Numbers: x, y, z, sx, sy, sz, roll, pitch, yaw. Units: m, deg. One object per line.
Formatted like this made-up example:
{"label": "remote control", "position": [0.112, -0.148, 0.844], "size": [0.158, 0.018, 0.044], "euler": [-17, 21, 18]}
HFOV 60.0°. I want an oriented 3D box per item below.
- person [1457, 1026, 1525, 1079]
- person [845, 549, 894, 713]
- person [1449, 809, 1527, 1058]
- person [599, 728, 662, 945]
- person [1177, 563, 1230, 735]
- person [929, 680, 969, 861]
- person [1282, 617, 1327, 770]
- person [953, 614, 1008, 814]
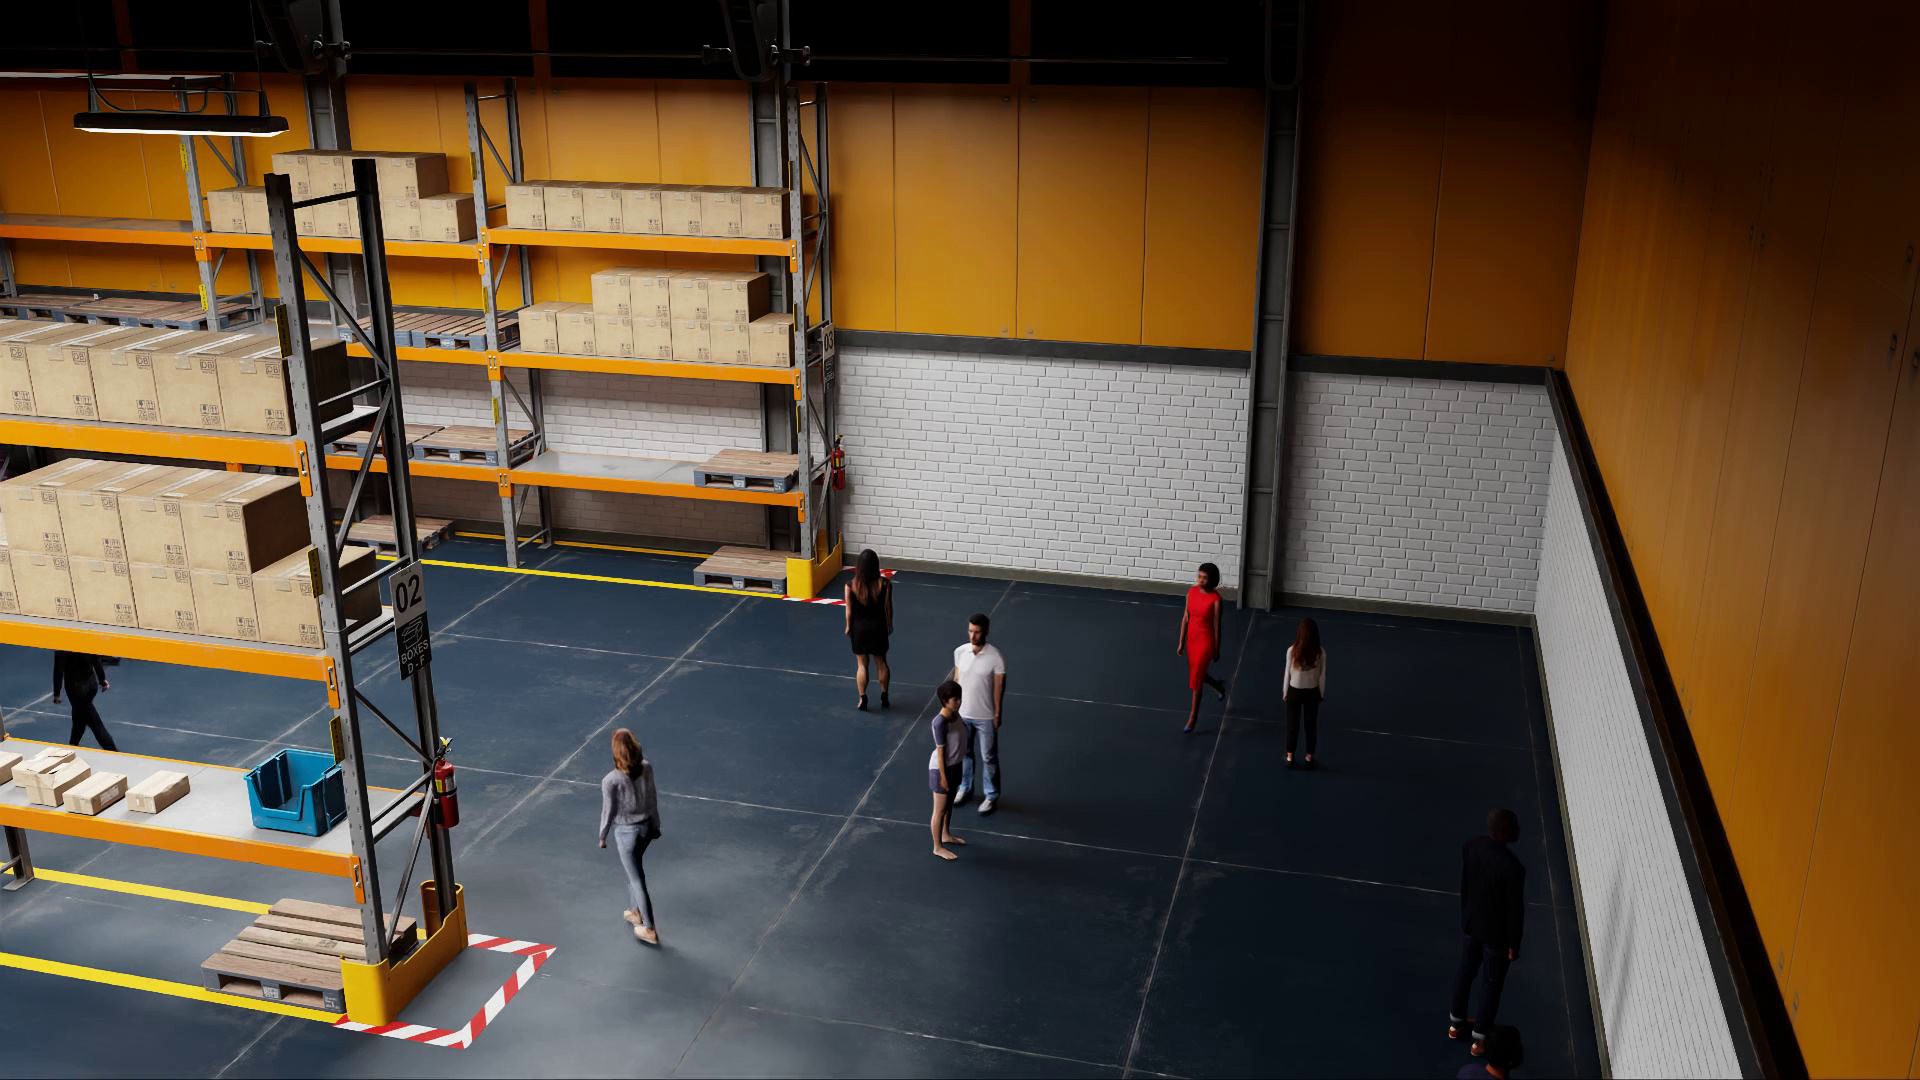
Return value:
{"label": "person", "position": [2.887, 3.469, 9.188], "size": [0.756, 1.790, 0.710], "euler": [-9, 21, -26]}
{"label": "person", "position": [-0.912, 0.919, 16.875], "size": [0.679, 1.717, 0.799], "euler": [-3, 19, -8]}
{"label": "person", "position": [3.639, 2.683, 11.482], "size": [0.820, 1.817, 0.785], "euler": [-8, 20, -23]}
{"label": "person", "position": [-2.441, 2.293, 12.699], "size": [0.849, 1.779, 0.780], "euler": [17, 25, 40]}
{"label": "person", "position": [2.441, 1.039, 16.521], "size": [0.976, 1.715, 1.036], "euler": [-17, 25, -41]}
{"label": "person", "position": [-0.113, 1.918, 14.147], "size": [0.540, 1.565, 0.575], "euler": [7, 20, 19]}
{"label": "person", "position": [3.240, 1.447, 15.678], "size": [0.465, 1.481, 0.626], "euler": [1, 19, 4]}
{"label": "person", "position": [0.161, 1.520, 14.867], "size": [0.622, 1.860, 0.796], "euler": [12, 22, 32]}
